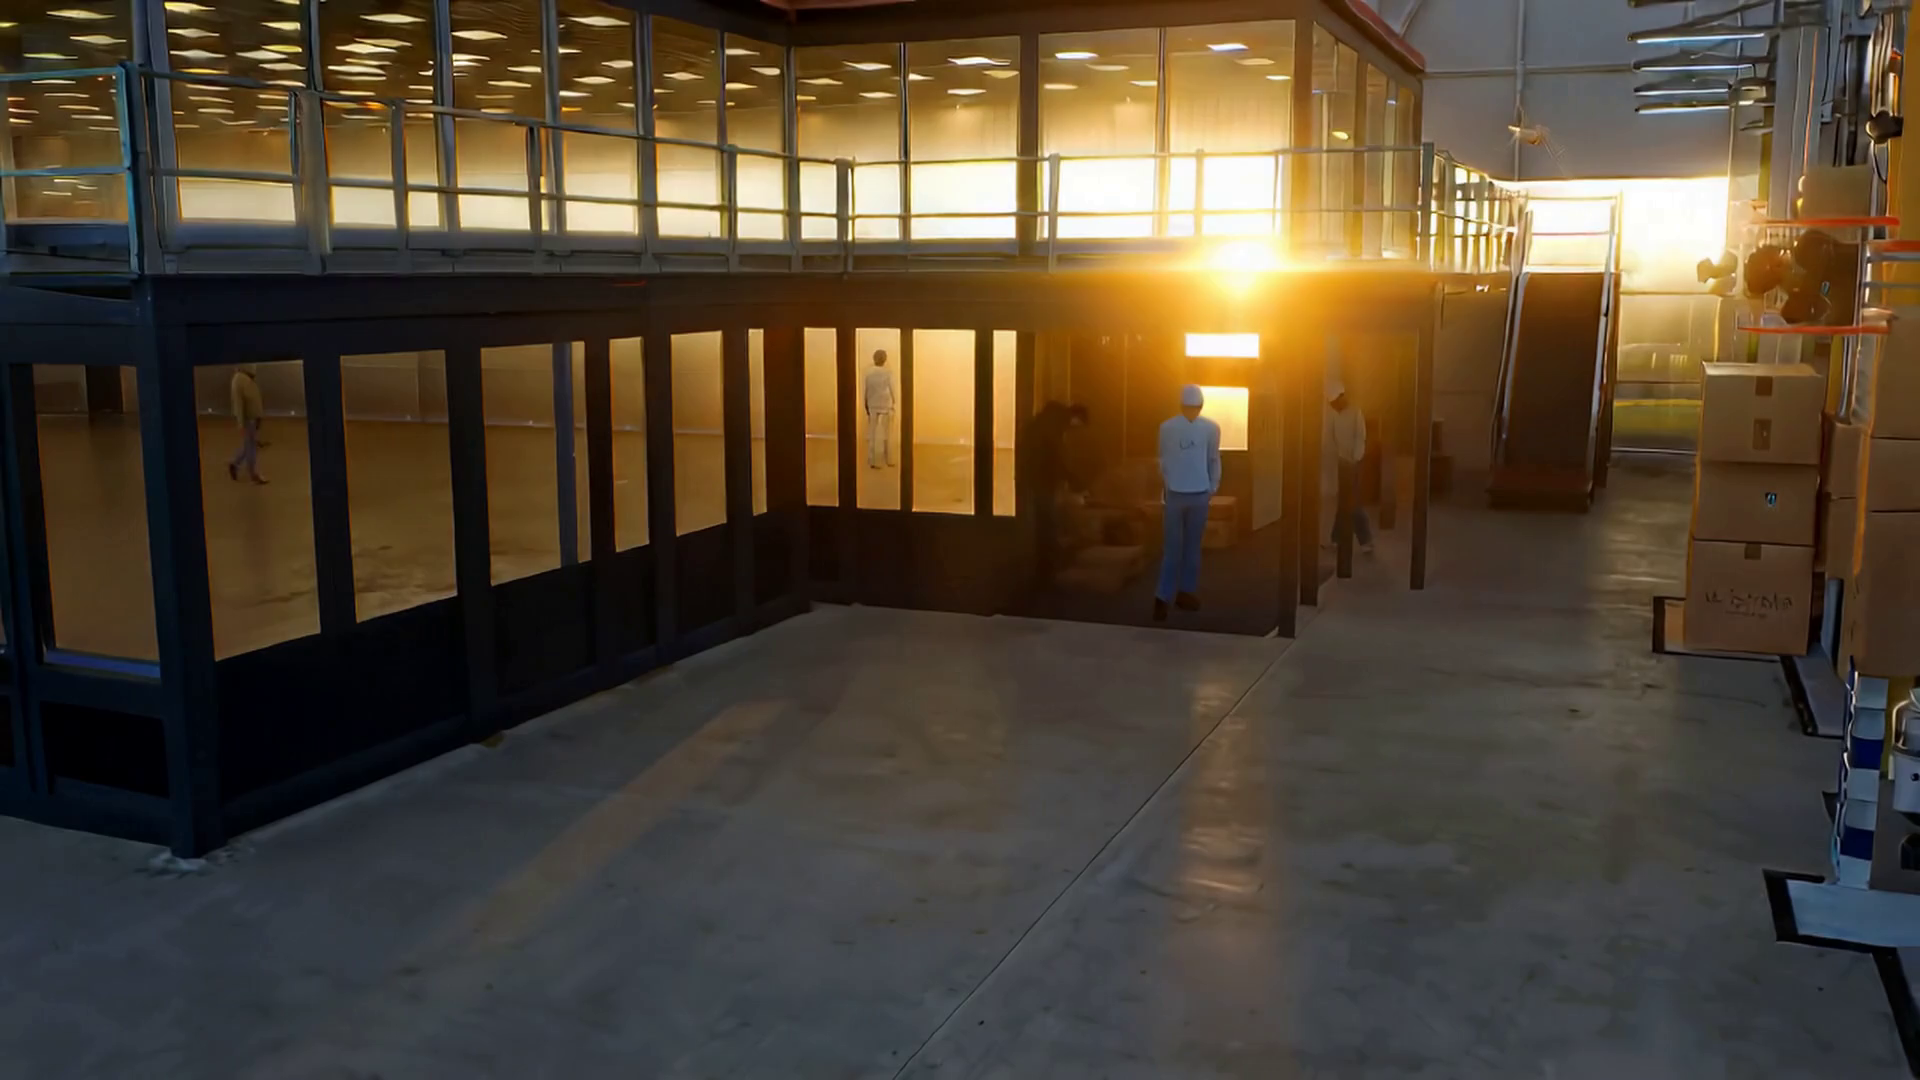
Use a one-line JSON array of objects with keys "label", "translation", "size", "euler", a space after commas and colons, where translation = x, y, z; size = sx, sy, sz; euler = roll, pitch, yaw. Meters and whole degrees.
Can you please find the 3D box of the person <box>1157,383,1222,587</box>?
[{"label": "person", "translation": [2.212, -0.525, 16.073], "size": [0.614, 1.986, 0.405], "euler": [1, 9, 7]}]
